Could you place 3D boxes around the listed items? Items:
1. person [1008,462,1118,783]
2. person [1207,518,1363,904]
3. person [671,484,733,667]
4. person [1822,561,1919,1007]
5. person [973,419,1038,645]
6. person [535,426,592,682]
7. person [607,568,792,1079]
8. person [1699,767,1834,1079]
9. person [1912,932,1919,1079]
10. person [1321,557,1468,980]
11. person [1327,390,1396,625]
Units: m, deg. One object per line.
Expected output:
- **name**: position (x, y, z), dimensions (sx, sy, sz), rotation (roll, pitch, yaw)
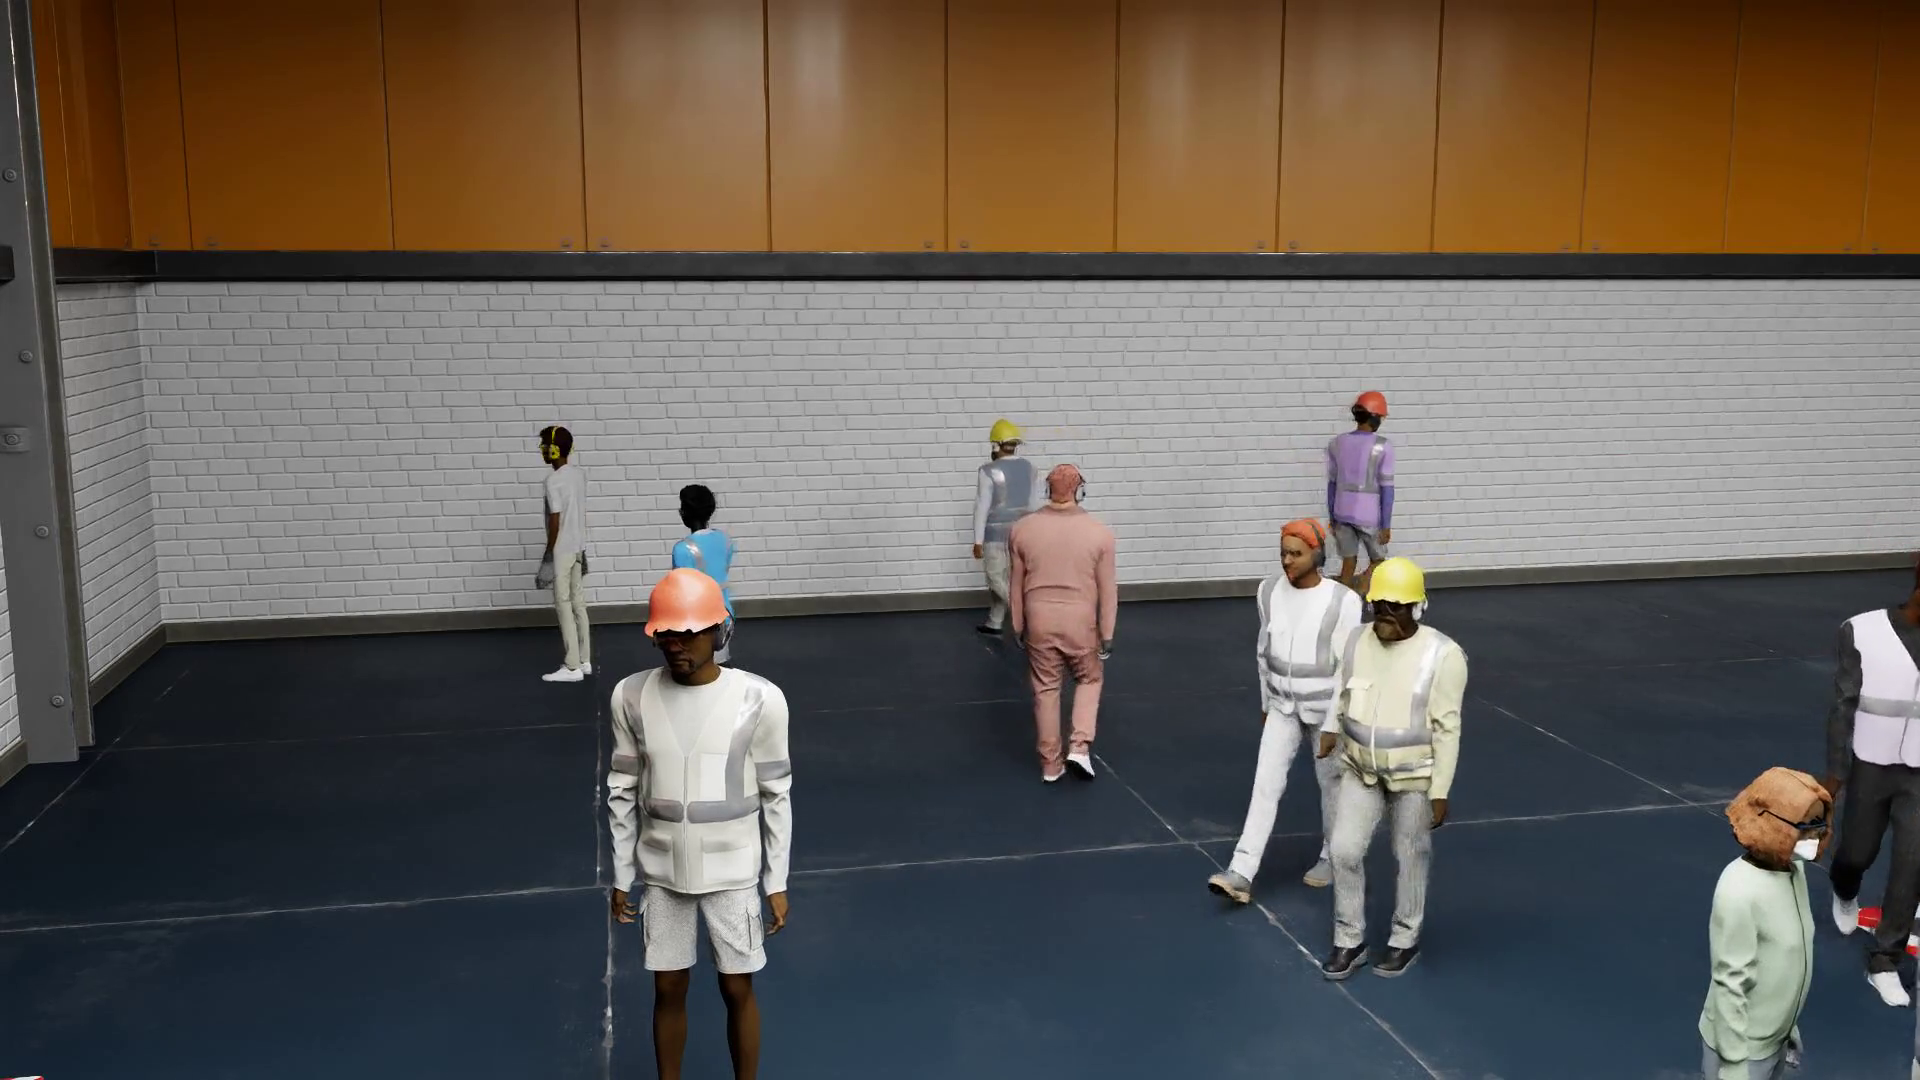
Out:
- **person**: position (0.599, 0.490, 9.662), dimensions (0.645, 1.893, 0.422), rotation (2, 10, 13)
- **person**: position (1.568, 0.816, 7.823), dimensions (0.586, 1.825, 1.011), rotation (8, 13, 42)
- **person**: position (-1.594, 0.508, 10.179), dimensions (0.351, 1.687, 0.574), rotation (5, 10, 26)
- **person**: position (3.930, 0.933, 6.995), dimensions (0.605, 1.872, 0.757), rotation (3, 10, 16)
- **person**: position (0.383, -0.056, 13.232), dimensions (0.600, 1.806, 0.772), rotation (-8, 13, -42)
- **person**: position (-2.878, 0.105, 12.085), dimensions (0.355, 1.862, 0.605), rotation (2, 10, 15)
- **person**: position (-0.867, 1.095, 5.493), dimensions (0.616, 2.041, 0.377), rotation (1, 9, 7)
- **person**: position (2.248, 1.430, 4.696), dimensions (0.279, 1.633, 0.497), rotation (9, 13, 43)
- **person**: position (2.896, 1.454, 4.715), dimensions (0.507, 1.583, 0.868), rotation (-3, 10, -18)
- **person**: position (1.777, 0.975, 6.916), dimensions (0.600, 1.809, 0.611), rotation (7, 12, 38)
- **person**: position (3.224, -0.197, 13.442), dimensions (0.611, 2.024, 0.512), rotation (8, 13, 42)
